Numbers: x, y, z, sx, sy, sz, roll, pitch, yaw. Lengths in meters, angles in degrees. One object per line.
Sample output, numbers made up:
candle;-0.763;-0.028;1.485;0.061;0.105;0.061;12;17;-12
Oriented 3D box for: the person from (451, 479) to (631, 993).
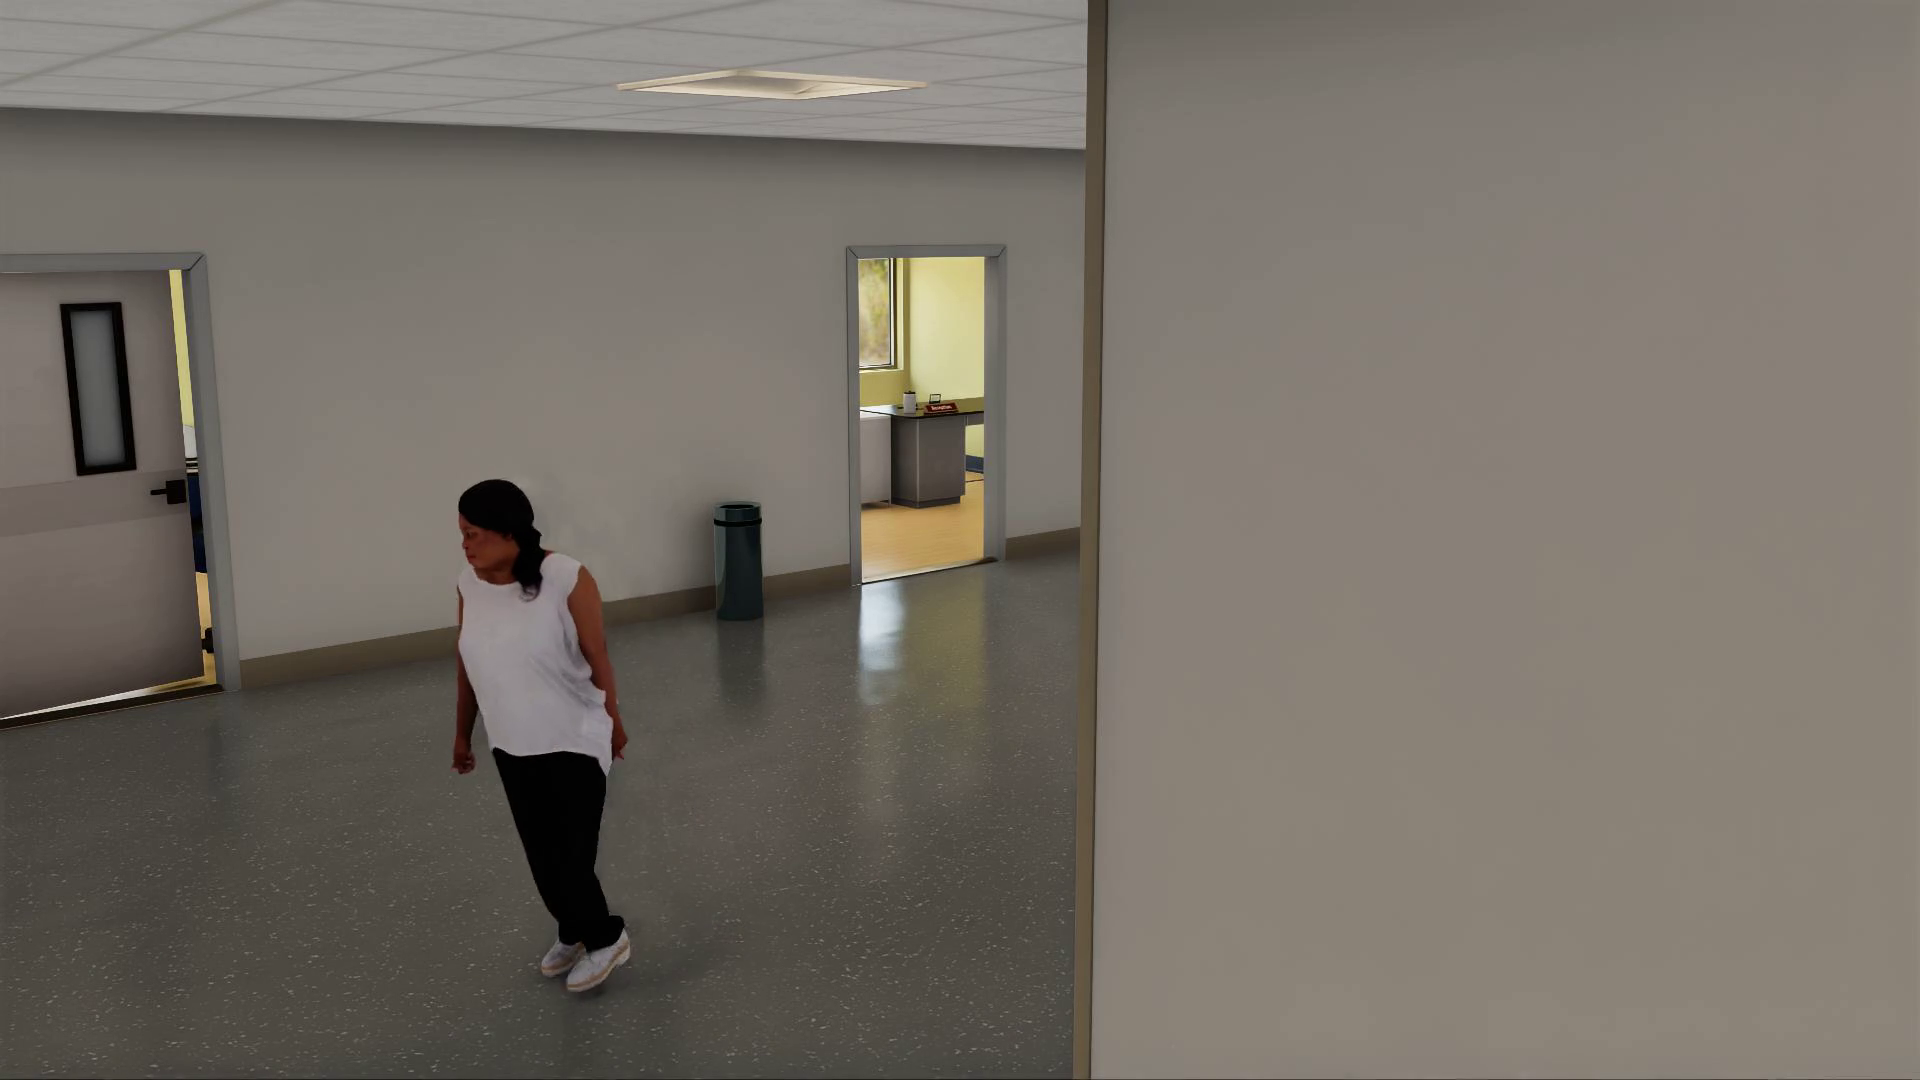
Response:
person;-1.298;0.622;5.383;0.806;1.658;0.813;3;11;14
